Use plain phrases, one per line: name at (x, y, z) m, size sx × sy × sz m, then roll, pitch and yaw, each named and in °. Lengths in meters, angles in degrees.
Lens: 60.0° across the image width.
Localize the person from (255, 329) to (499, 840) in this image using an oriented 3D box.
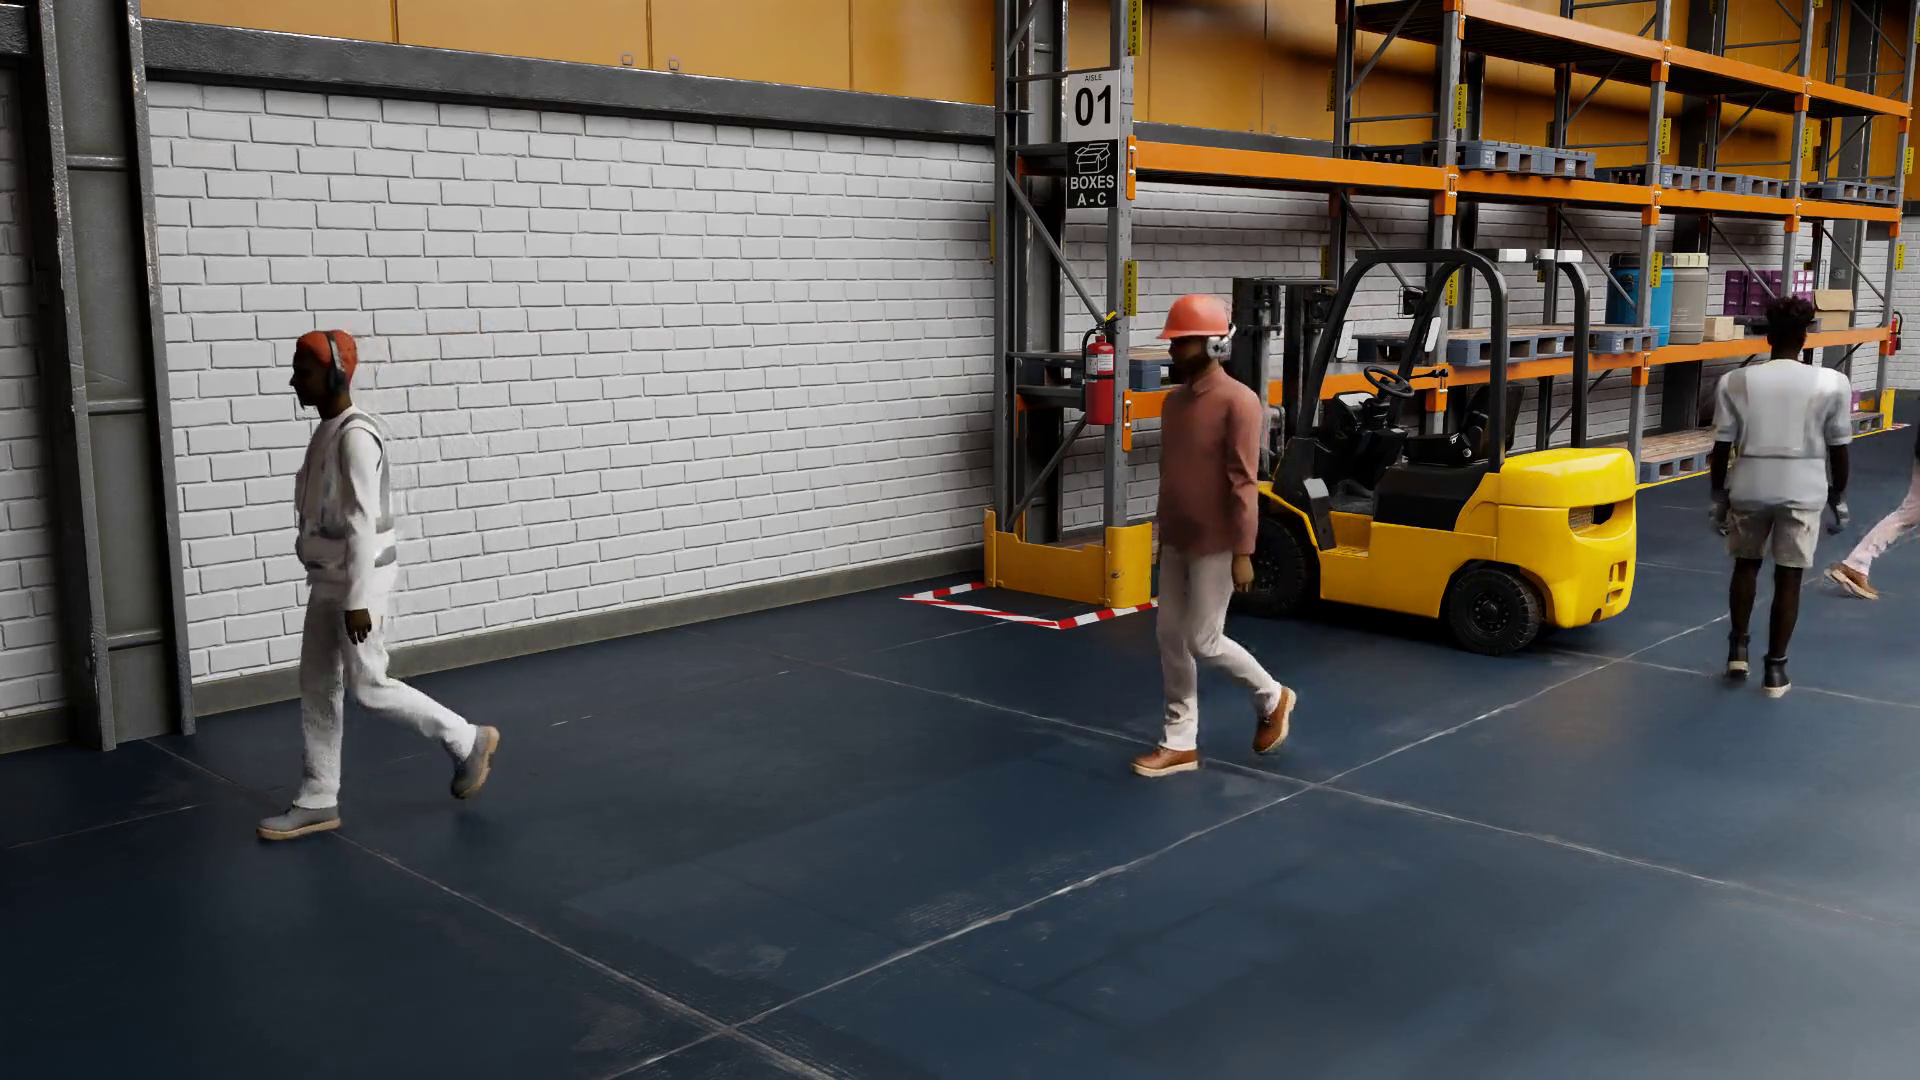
person at (-2.186, 0.154, 6.132) m, size 0.816 × 1.863 × 0.585 m, roll -7°, pitch 11°, yaw -35°

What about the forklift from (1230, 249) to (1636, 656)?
forklift at (2.710, -0.584, 9.626) m, size 2.313 × 2.155 × 1.214 m, roll 9°, pitch 13°, yaw 43°

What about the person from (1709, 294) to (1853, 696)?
person at (4.018, -0.220, 8.160) m, size 0.622 × 1.947 × 0.534 m, roll 6°, pitch 11°, yaw 34°

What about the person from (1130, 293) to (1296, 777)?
person at (1.029, -0.009, 6.767) m, size 0.622 × 1.972 × 0.630 m, roll -5°, pitch 10°, yaw -26°

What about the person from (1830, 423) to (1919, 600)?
person at (5.986, -0.543, 10.205) m, size 1.006 × 1.935 × 0.647 m, roll 2°, pitch 9°, yaw 13°
